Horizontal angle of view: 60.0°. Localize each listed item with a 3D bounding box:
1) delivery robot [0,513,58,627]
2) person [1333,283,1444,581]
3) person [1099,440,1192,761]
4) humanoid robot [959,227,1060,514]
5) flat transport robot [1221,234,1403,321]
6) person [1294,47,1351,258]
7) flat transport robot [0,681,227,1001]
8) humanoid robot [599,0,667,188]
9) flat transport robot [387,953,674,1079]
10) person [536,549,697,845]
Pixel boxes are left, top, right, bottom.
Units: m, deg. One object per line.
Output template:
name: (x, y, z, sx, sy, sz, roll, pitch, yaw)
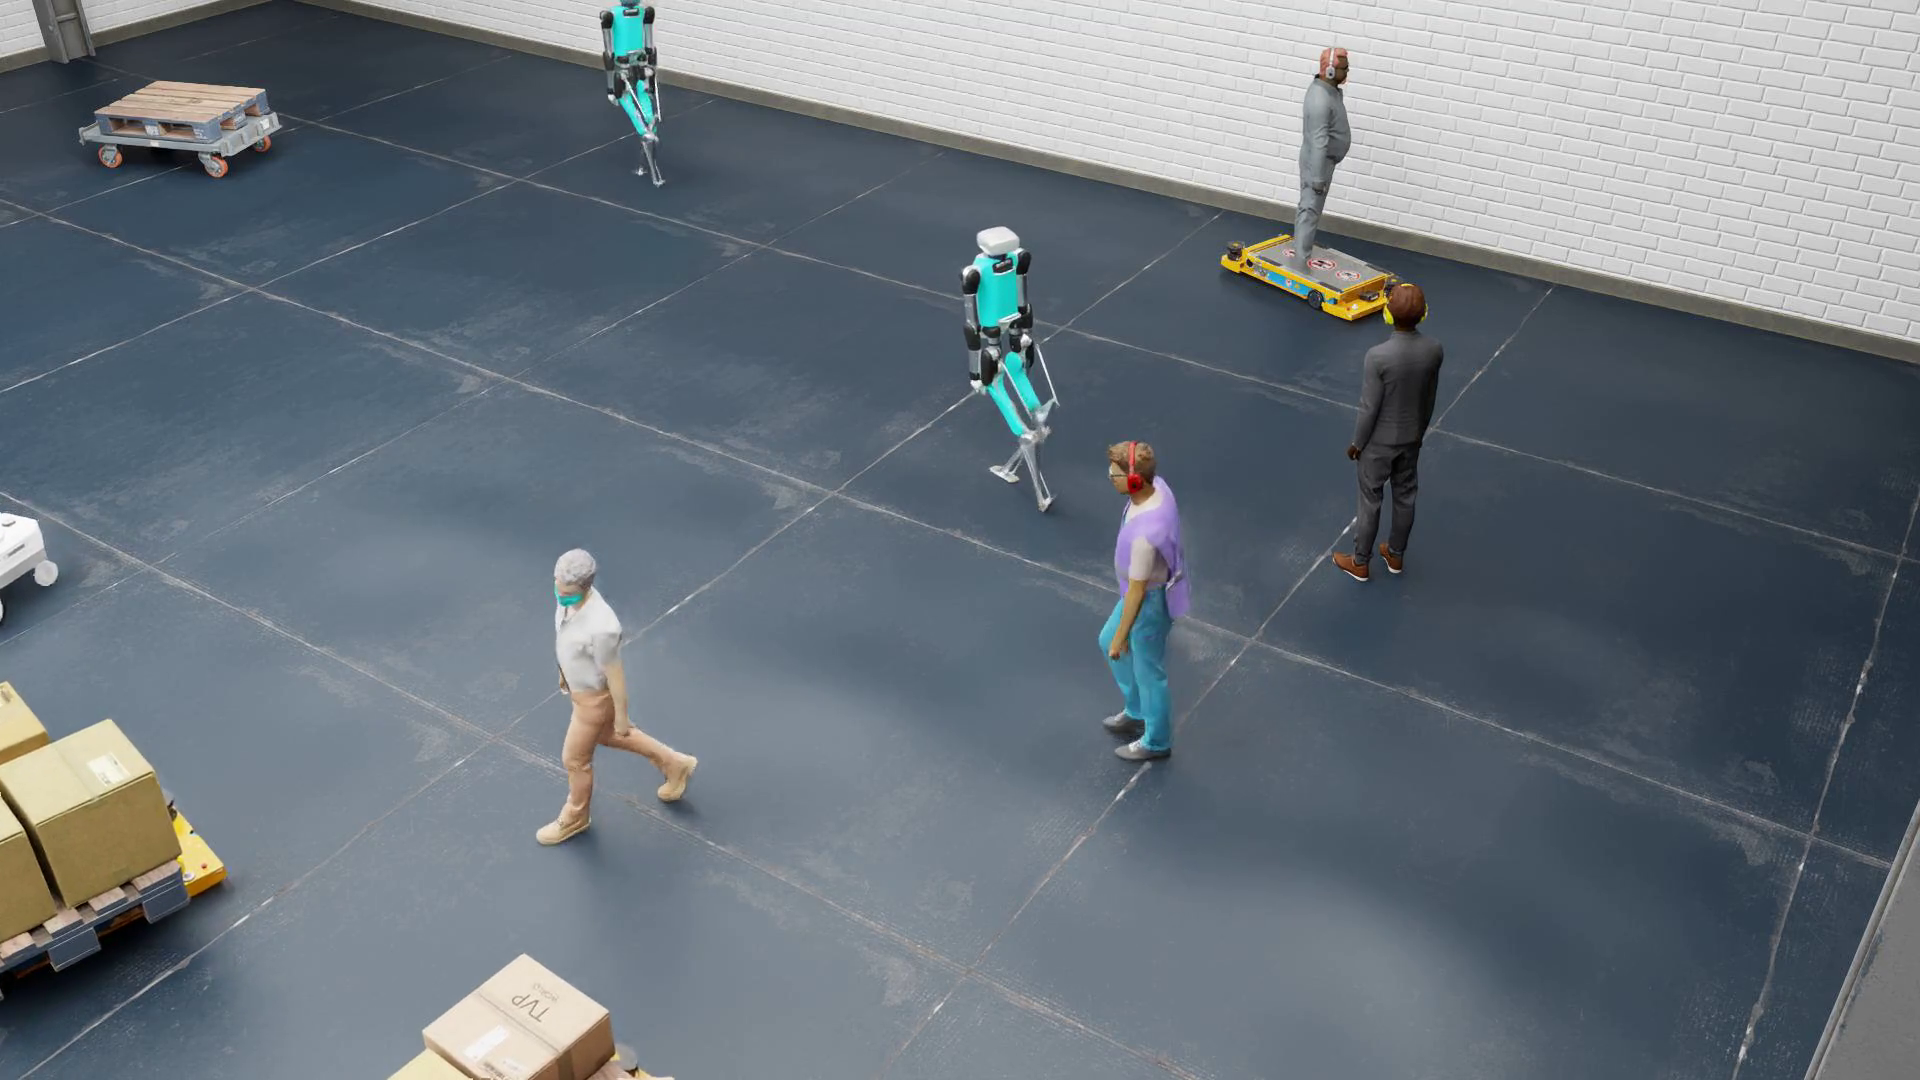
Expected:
delivery robot: (-5.729, 0.167, 9.726, 0.499, 0.587, 0.789, 11, 34, 17)
person: (2.513, -0.612, 9.726, 0.492, 1.874, 0.354, -9, 34, -14)
person: (0.908, 0.325, 8.311, 0.493, 1.817, 0.593, 2, 33, 3)
humanoid robot: (0.437, -1.013, 10.527, 0.546, 1.819, 0.884, -25, 40, -33)
flat transport robot: (2.891, -2.190, 13.664, 0.659, 0.231, 1.431, -23, 39, -31)
person: (2.929, -3.029, 13.455, 0.409, 1.910, 0.636, 6, 33, 10)
flat transport robot: (-4.218, 1.681, 7.640, 1.431, 0.231, 0.659, -28, 42, -36)
humanoid robot: (-2.893, -4.118, 15.378, 0.561, 1.839, 0.785, -23, 39, -32)
flat transport robot: (-1.602, 2.550, 6.288, 0.659, 0.231, 1.431, 22, 39, 31)
person: (-1.679, 0.698, 7.844, 0.787, 1.699, 0.500, -16, 36, -23)
